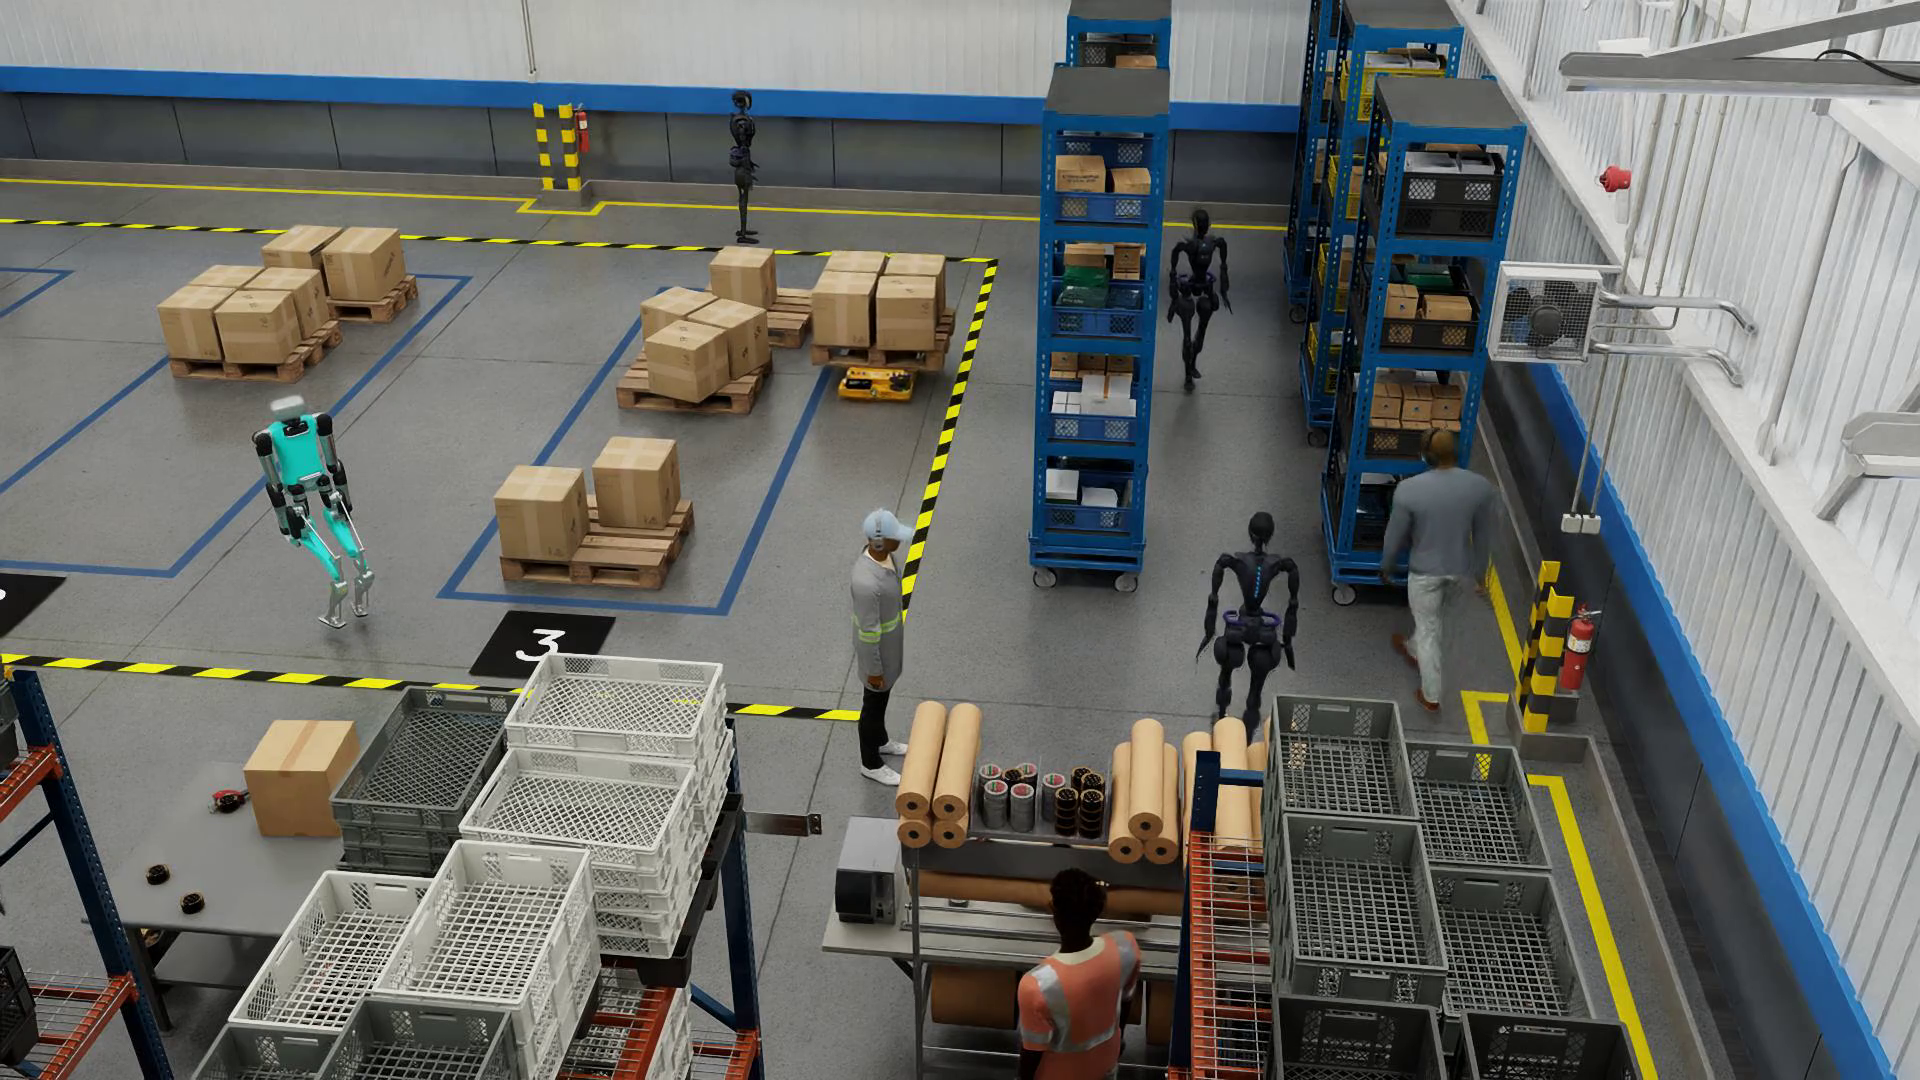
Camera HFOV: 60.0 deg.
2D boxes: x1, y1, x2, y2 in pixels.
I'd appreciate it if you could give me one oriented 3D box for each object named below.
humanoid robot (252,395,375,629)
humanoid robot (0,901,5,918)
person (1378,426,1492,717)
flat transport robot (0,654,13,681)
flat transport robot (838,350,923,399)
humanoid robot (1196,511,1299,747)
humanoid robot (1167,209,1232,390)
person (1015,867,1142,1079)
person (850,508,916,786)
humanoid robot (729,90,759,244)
[{"bbox_3d":[-4.313,-0.135,11.317,0.533,1.673,0.735,-25,39,-36],"label":"humanoid robot"},{"bbox_3d":[-5.103,1.799,8.192,0.613,1.642,0.445,-26,39,-37],"label":"humanoid robot"},{"bbox_3d":[3.053,0.161,10.785,0.649,1.886,0.955,-6,31,-11],"label":"person"},{"bbox_3d":[-7.142,0.969,11.010,1.431,0.231,0.659,3,30,6],"label":"flat transport robot"},{"bbox_3d":[-0.700,-1.719,15.599,0.652,0.197,1.431,3,30,6],"label":"flat transport robot"},{"bbox_3d":[1.769,0.608,10.242,0.609,1.629,0.555,2,30,3],"label":"humanoid robot"},{"bbox_3d":[2.188,-2.176,15.023,0.601,1.642,0.635,-6,31,-11],"label":"humanoid robot"},{"bbox_3d":[0.480,2.216,7.185,0.602,1.962,0.368,-18,35,-28],"label":"person"},{"bbox_3d":[-0.448,0.626,10.024,0.390,1.850,0.599,4,30,7],"label":"person"},{"bbox_3d":[-2.377,-4.137,18.362,0.315,1.659,0.599,-2,30,-4],"label":"humanoid robot"}]
